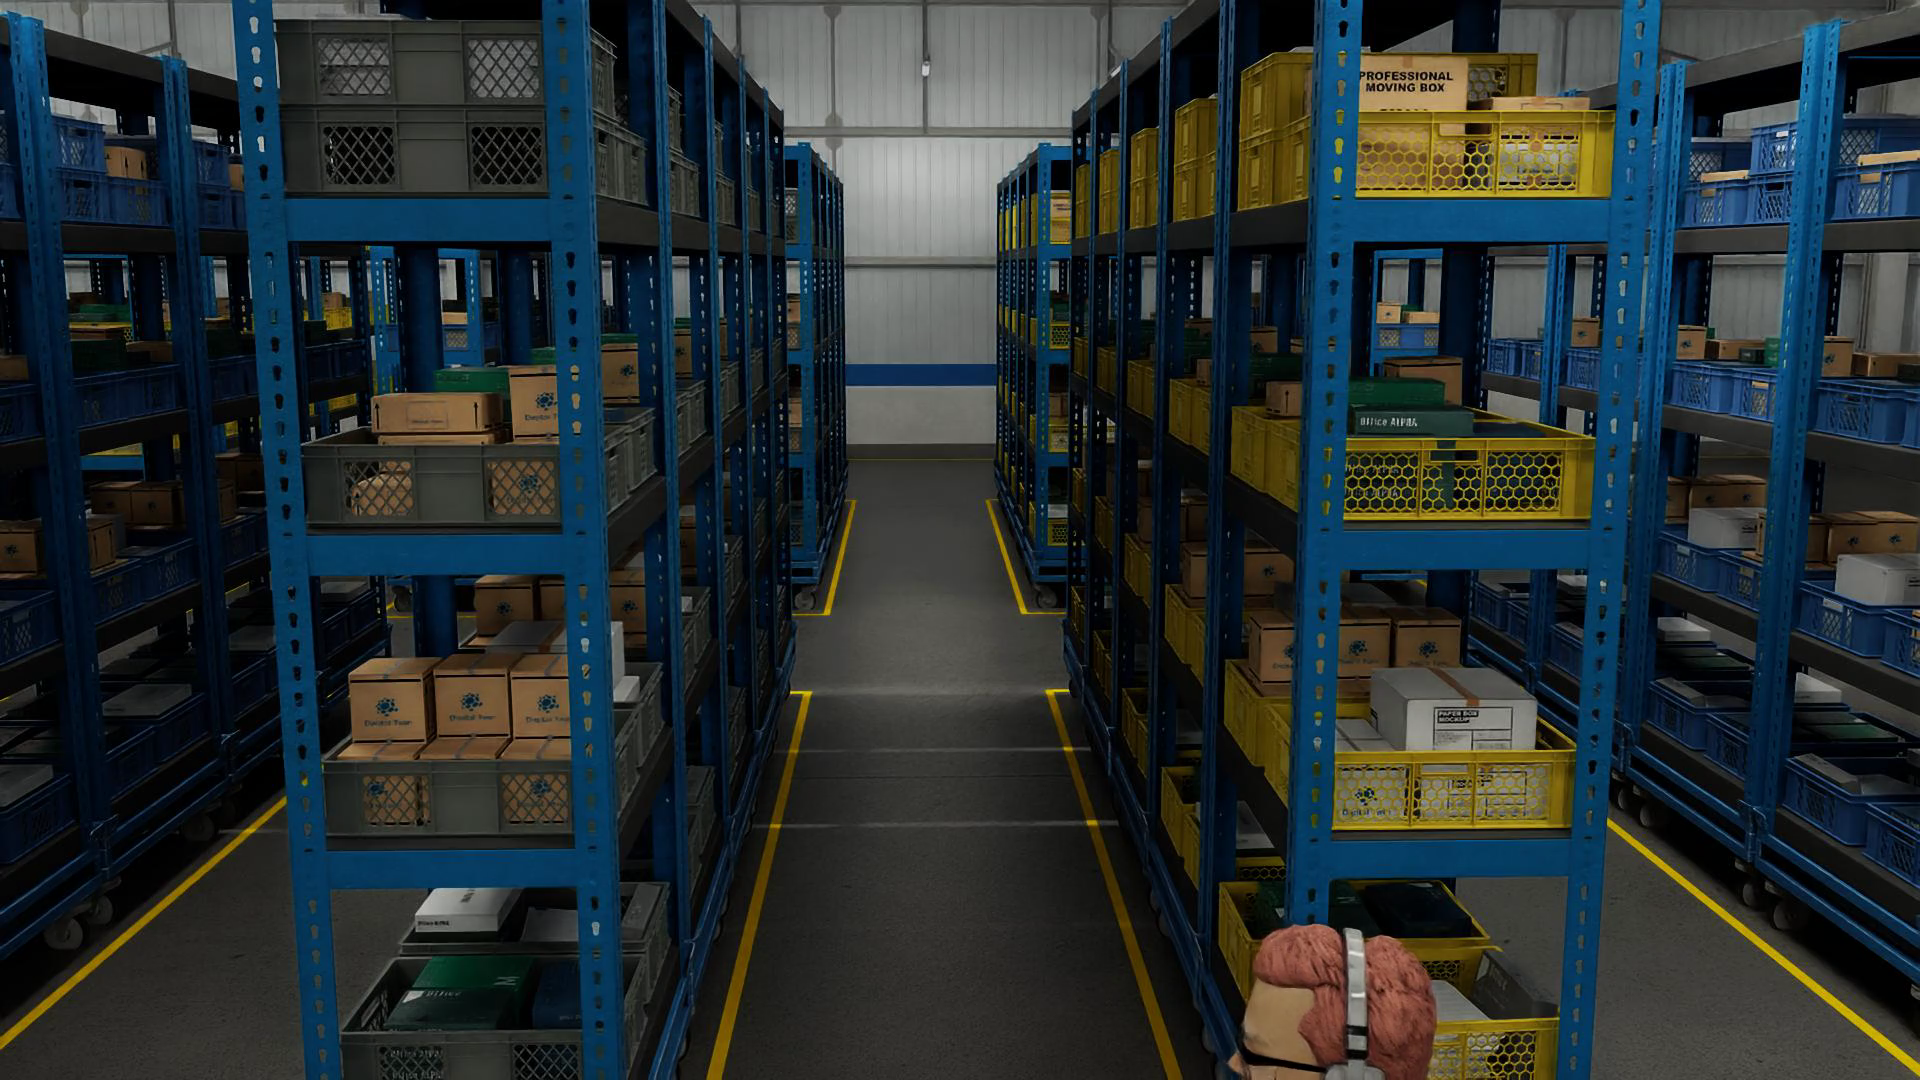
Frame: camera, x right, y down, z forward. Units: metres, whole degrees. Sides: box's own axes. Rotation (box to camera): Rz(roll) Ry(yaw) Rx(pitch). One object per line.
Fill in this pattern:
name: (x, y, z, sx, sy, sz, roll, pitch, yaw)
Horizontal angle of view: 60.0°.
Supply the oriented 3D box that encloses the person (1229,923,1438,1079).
person: (0.443, 1.401, 2.107, 0.410, 1.908, 0.642, 1, 9, 3)
